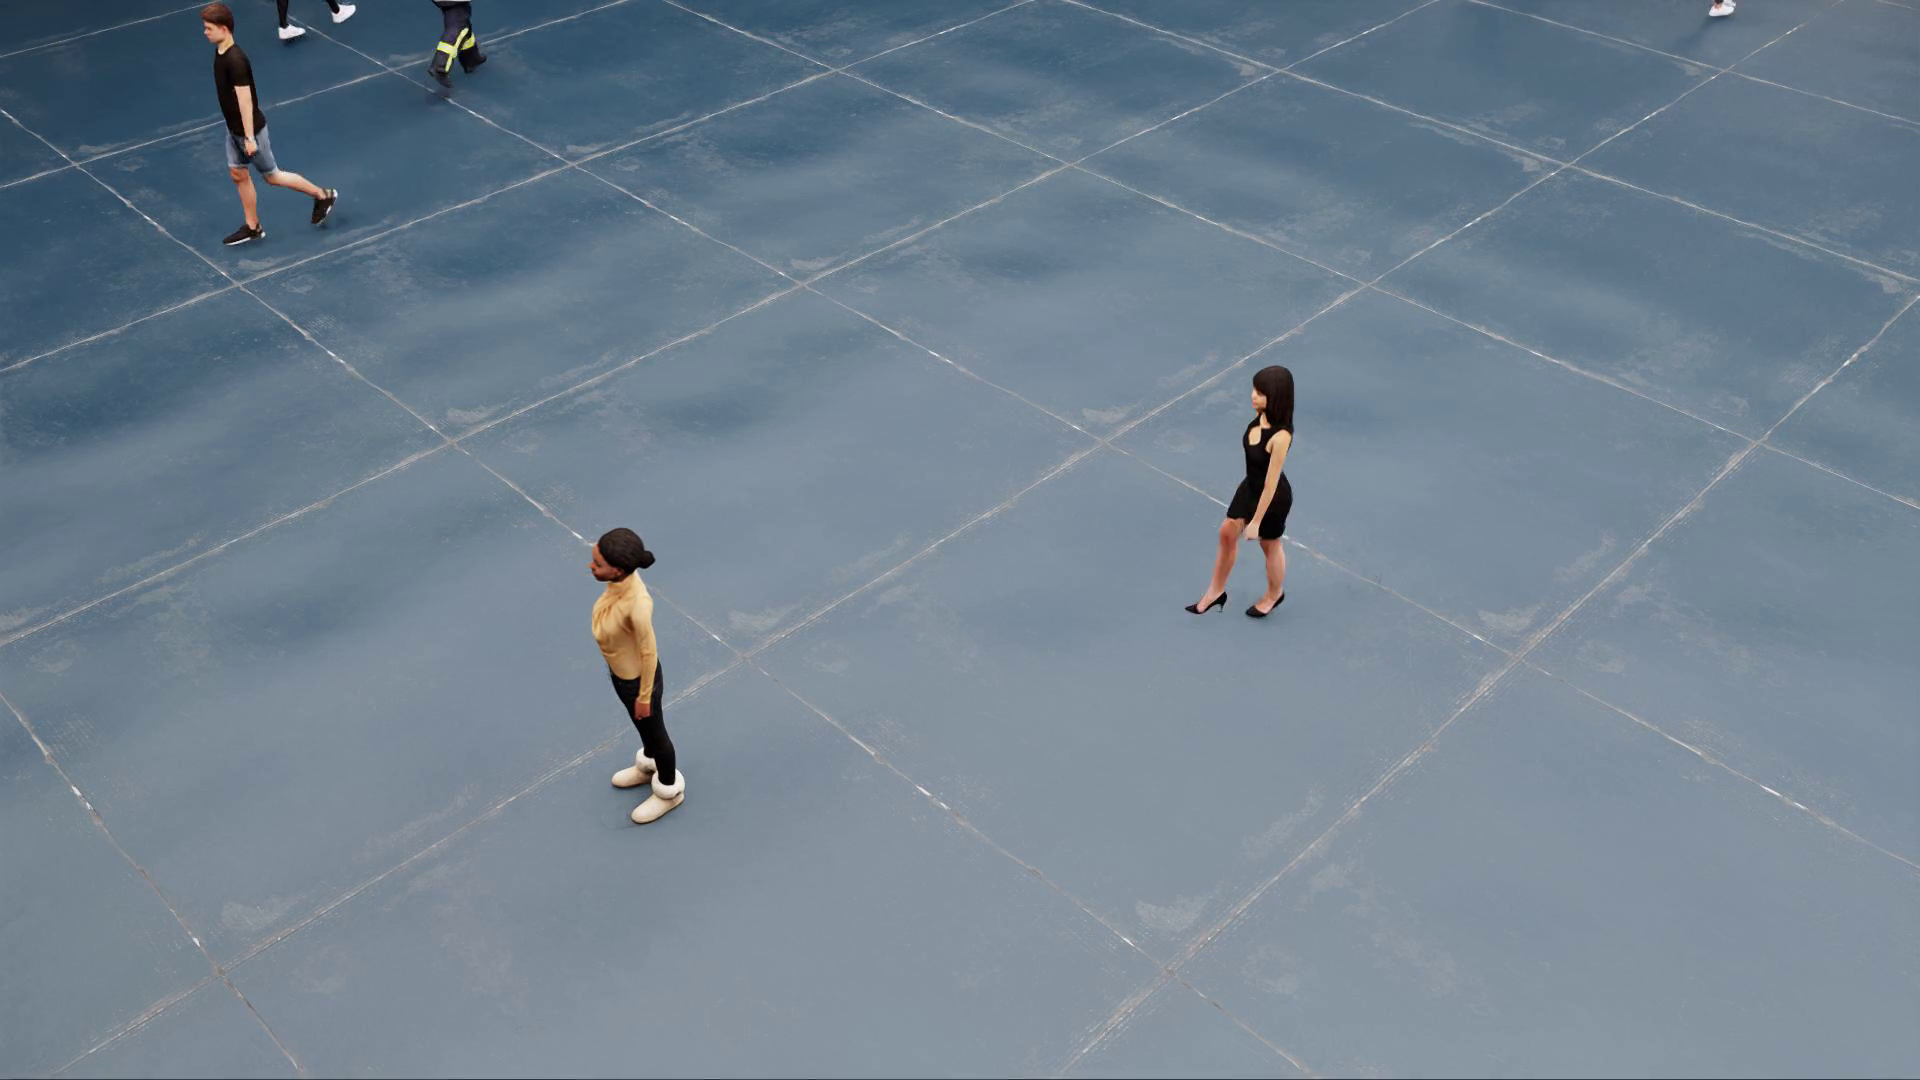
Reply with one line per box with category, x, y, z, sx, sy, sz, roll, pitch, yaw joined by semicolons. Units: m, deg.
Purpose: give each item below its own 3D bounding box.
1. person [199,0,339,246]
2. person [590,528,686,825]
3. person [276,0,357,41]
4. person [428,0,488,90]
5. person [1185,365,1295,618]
person;-5.297;-3.139;12.593;1.175;1.817;0.766;-26;44;-30
person;-1.514;0.613;7.788;0.661;1.659;0.667;-16;40;-20
person;-6.512;-5.684;16.019;0.788;1.723;1.182;22;42;26
person;-4.683;-5.068;15.019;1.048;1.952;1.298;14;40;18
person;1.709;-0.222;8.911;0.909;1.630;0.814;-8;38;-10
